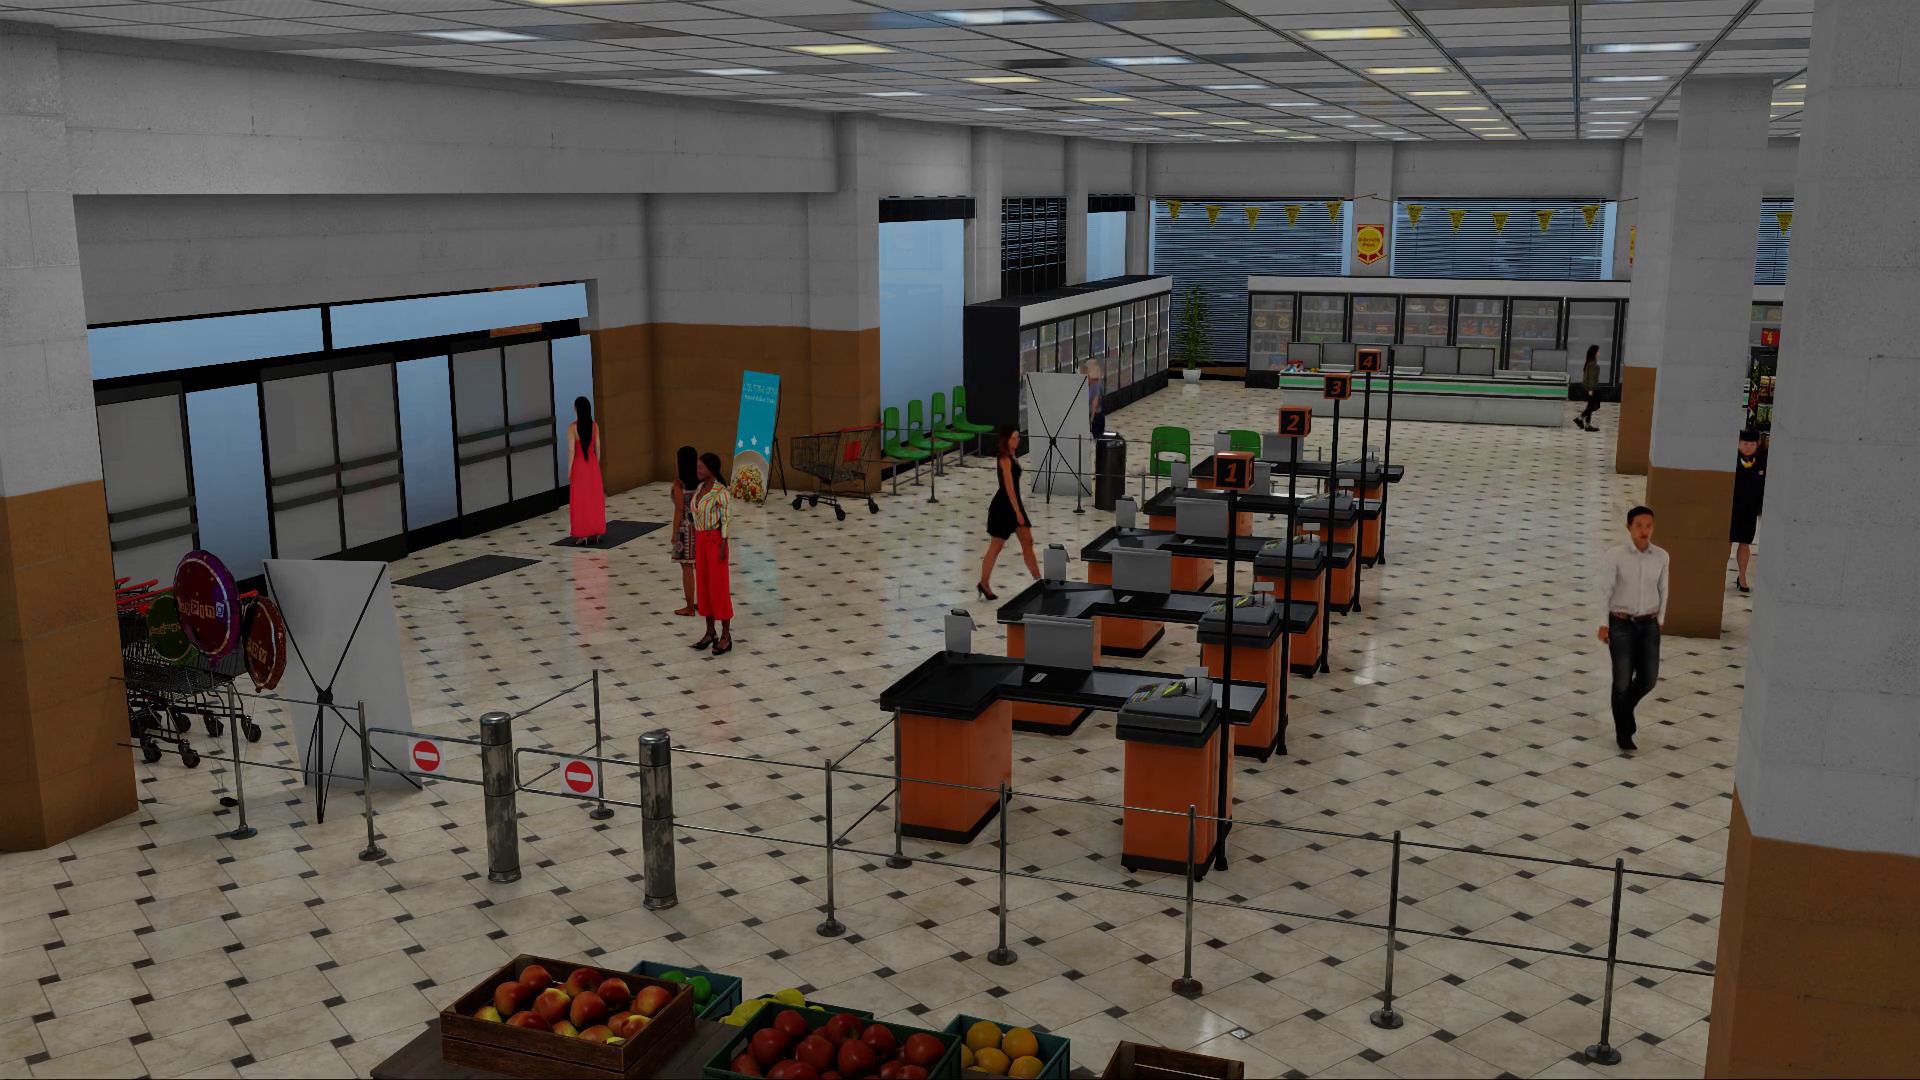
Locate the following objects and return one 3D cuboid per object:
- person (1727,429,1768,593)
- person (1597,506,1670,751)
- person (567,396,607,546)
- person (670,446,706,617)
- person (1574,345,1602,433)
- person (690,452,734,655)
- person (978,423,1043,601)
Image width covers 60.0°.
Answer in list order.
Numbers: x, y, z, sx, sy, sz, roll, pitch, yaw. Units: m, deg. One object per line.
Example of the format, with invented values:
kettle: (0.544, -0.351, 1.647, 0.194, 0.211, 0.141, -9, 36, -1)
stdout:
person: (7.956, -0.308, 16.965, 0.584, 1.667, 0.769, 3, 12, 14)
person: (4.900, 0.626, 12.205, 0.756, 1.799, 0.826, 1, 12, 4)
person: (-4.318, -0.800, 19.154, 0.703, 1.727, 0.710, -11, 16, -43)
person: (-2.592, -0.084, 16.015, 0.606, 1.619, 0.695, 8, 14, 32)
person: (10.602, -2.551, 28.088, 0.638, 1.472, 0.594, 4, 13, 19)
person: (-2.185, 0.114, 14.652, 0.588, 1.793, 0.722, 10, 16, 41)
person: (0.360, -0.227, 16.271, 1.070, 1.793, 0.693, 2, 12, 8)
